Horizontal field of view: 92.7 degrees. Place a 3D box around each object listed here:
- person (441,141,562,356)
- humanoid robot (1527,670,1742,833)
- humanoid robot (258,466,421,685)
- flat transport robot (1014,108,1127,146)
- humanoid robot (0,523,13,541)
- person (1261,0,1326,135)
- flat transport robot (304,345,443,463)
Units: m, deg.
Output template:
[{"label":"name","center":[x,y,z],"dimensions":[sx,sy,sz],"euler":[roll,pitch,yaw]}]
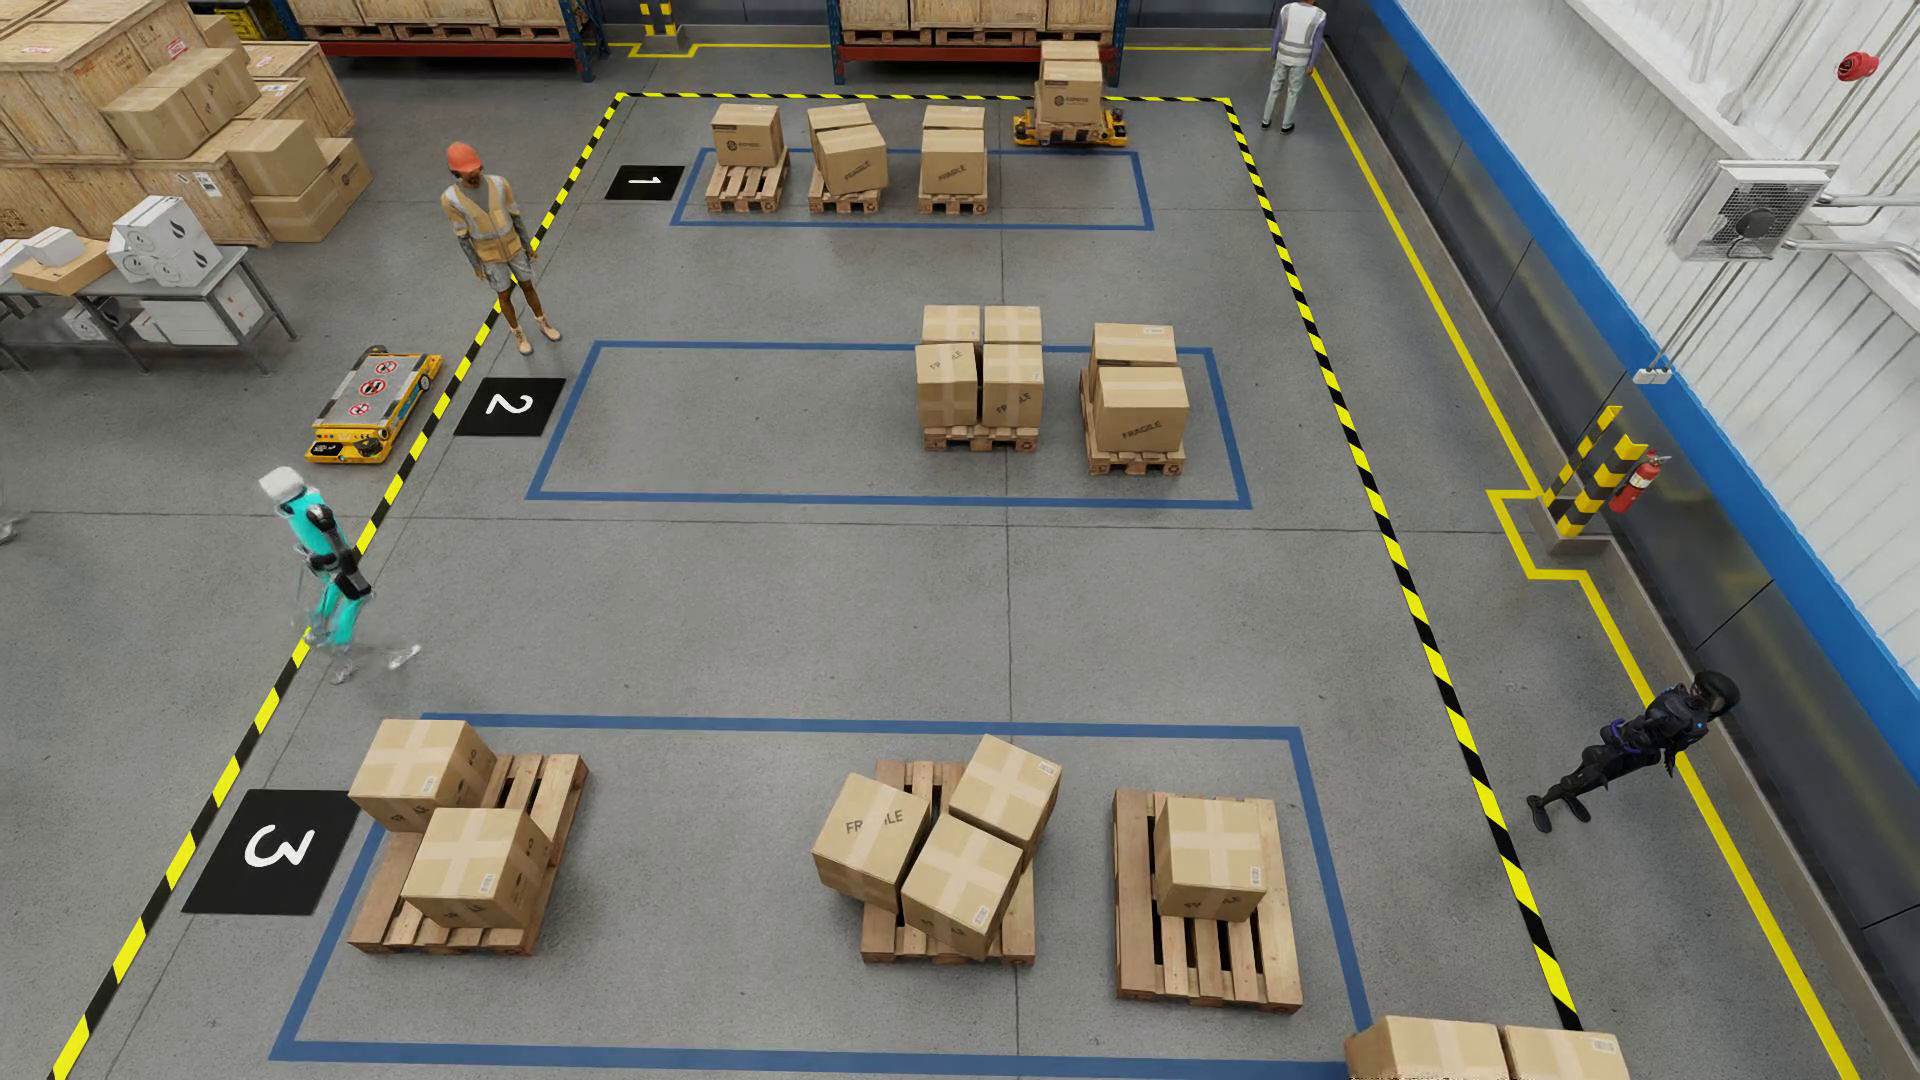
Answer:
[{"label":"person","center":[-4.234,-2.663,8.457],"dimensions":[0.606,2.048,0.366],"euler":[-35,58,-26]},{"label":"humanoid robot","center":[3.949,1.250,5.375],"dimensions":[0.599,1.659,0.315],"euler":[-8,50,-7]},{"label":"humanoid robot","center":[-4.299,0.397,6.107],"dimensions":[0.536,1.816,0.848],"euler":[25,54,20]},{"label":"flat transport robot","center":[1.419,-5.379,11.900],"dimensions":[1.431,0.197,0.652],"euler":[1,50,1]},{"label":"humanoid robot","center":[-7.855,-0.631,6.907],"dimensions":[0.703,1.749,0.534],"euler":[-26,54,-20]},{"label":"person","center":[4.163,-6.026,11.446],"dimensions":[0.590,1.825,0.404],"euler":[26,55,21]},{"label":"flat transport robot","center":[-5.383,-1.269,8.441],"dimensions":[0.659,0.231,1.431],"euler":[1,50,1]}]
